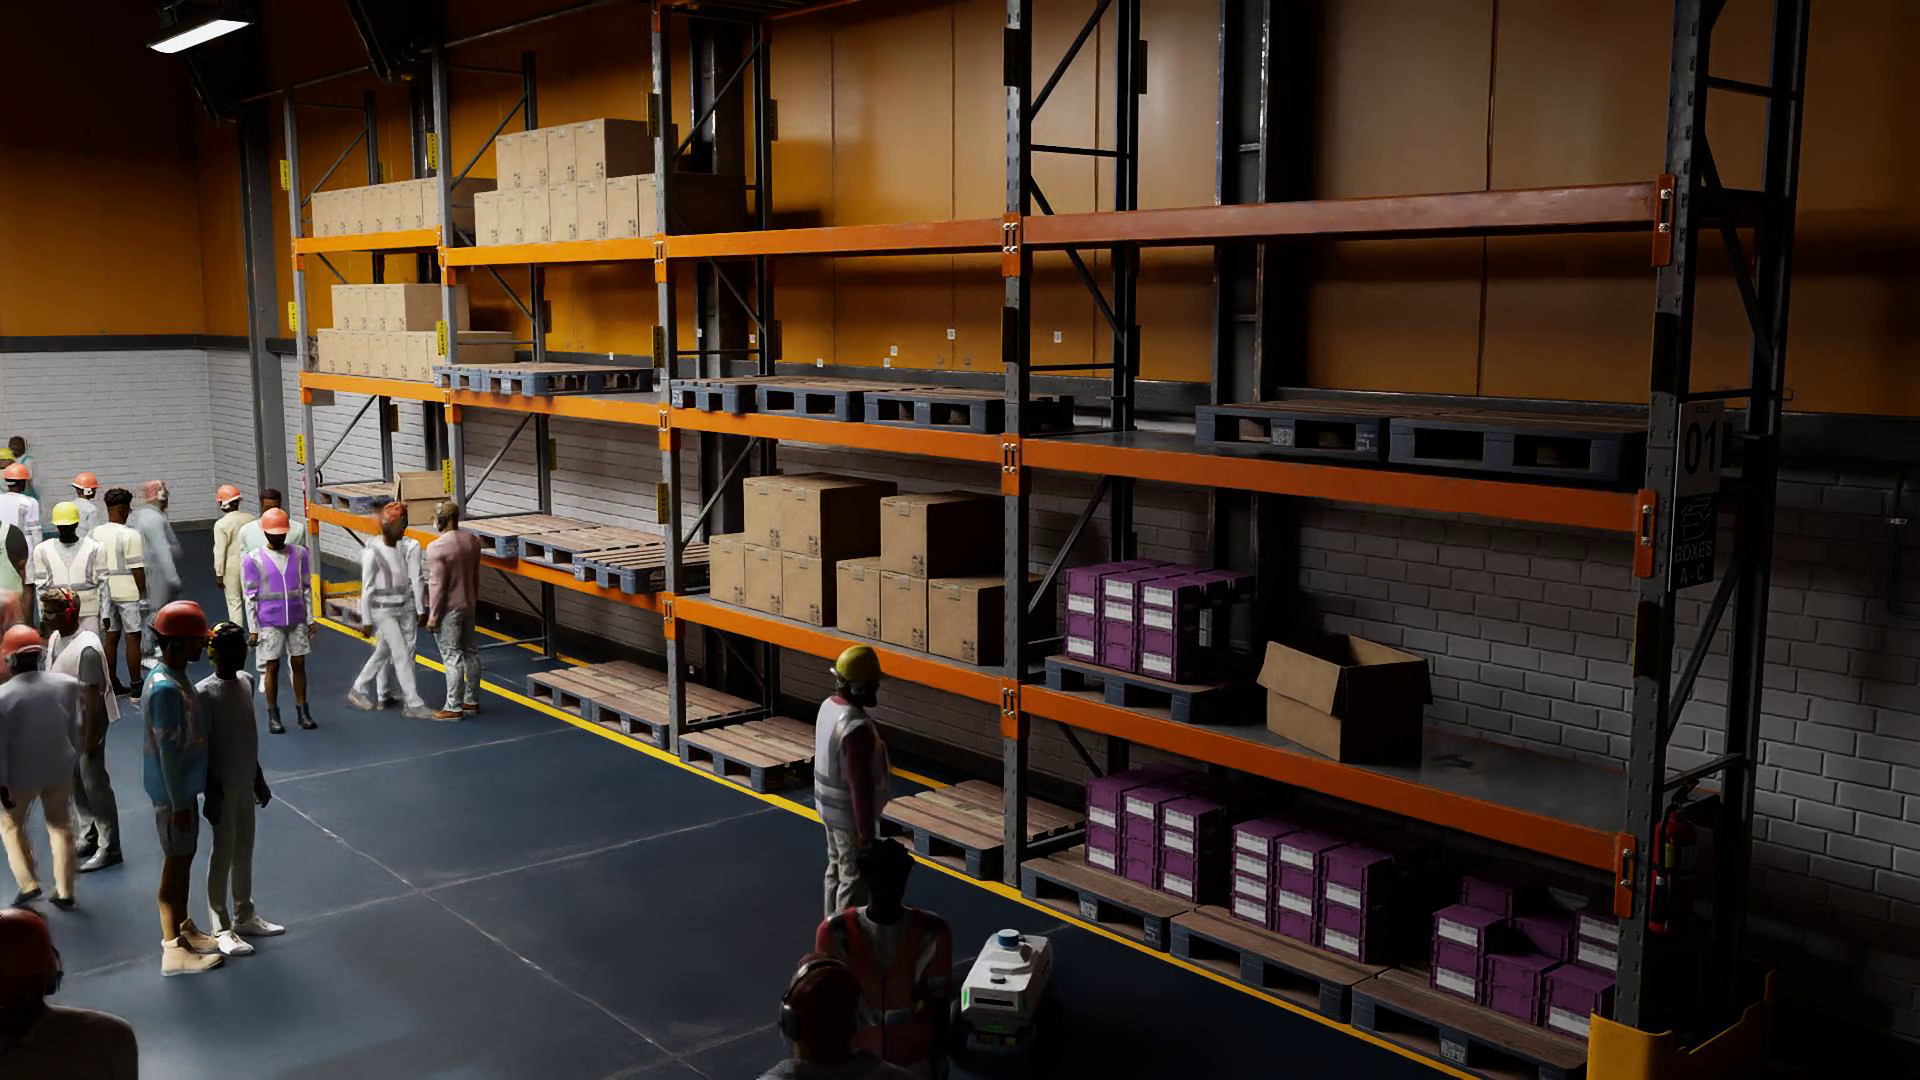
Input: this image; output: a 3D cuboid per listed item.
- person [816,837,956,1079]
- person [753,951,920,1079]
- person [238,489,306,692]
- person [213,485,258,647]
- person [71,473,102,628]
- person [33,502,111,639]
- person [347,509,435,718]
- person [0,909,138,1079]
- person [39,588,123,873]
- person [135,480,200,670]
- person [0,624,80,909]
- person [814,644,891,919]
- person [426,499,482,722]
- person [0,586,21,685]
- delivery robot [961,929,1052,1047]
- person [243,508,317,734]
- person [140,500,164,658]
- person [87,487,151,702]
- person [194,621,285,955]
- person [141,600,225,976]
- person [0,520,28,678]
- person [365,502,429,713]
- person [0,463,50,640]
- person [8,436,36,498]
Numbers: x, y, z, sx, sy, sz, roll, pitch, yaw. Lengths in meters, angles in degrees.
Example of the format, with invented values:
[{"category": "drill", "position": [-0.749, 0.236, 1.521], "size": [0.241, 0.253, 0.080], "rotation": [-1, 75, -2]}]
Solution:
[{"category": "person", "position": [-0.282, 1.920, 6.243], "size": [0.534, 1.692, 0.323], "rotation": [0, 8, -3]}, {"category": "person", "position": [-0.386, 2.069, 4.584], "size": [0.647, 1.869, 0.957], "rotation": [-4, 9, -27]}, {"category": "person", "position": [-6.421, 0.462, 15.599], "size": [0.591, 1.912, 0.386], "rotation": [-4, 9, -23]}, {"category": "person", "position": [-7.557, 0.293, 17.336], "size": [0.355, 1.744, 0.566], "rotation": [3, 9, 21]}, {"category": "person", "position": [-9.719, 0.118, 18.564], "size": [0.557, 1.744, 0.348], "rotation": [6, 10, 34]}, {"category": "person", "position": [-7.719, 0.616, 14.497], "size": [0.587, 1.920, 0.390], "rotation": [-3, 9, -18]}, {"category": "person", "position": [-5.052, 0.637, 14.640], "size": [0.961, 1.849, 0.597], "rotation": [2, 9, 16]}, {"category": "person", "position": [-2.625, 1.990, 4.713], "size": [0.620, 1.985, 0.408], "rotation": [-3, 9, -23]}, {"category": "person", "position": [-5.650, 1.203, 10.712], "size": [0.561, 1.836, 0.392], "rotation": [7, 11, 40]}, {"category": "person", "position": [-7.903, 0.354, 16.446], "size": [0.583, 1.883, 0.755], "rotation": [-4, 9, -26]}, {"category": "person", "position": [-5.533, 1.362, 9.949], "size": [0.480, 1.734, 0.572], "rotation": [6, 10, 35]}, {"category": "person", "position": [-0.575, 1.458, 8.967], "size": [0.403, 1.822, 0.601], "rotation": [-3, 9, -21]}, {"category": "person", "position": [-4.410, 0.609, 14.468], "size": [0.372, 1.939, 0.631], "rotation": [3, 9, 19]}, {"category": "person", "position": [-7.134, 0.954, 12.033], "size": [0.674, 1.947, 0.411], "rotation": [-2, 8, -14]}, {"category": "delivery robot", "position": [0.237, 2.157, 8.168], "size": [0.477, 0.478, 0.707], "rotation": [2, 8, 12]}, {"category": "person", "position": [-5.731, 0.678, 14.055], "size": [0.549, 1.924, 0.386], "rotation": [-7, 11, -40]}, {"category": "person", "position": [-8.217, 0.387, 17.039], "size": [0.310, 1.642, 0.514], "rotation": [-3, 9, -19]}, {"category": "person", "position": [-7.637, 0.497, 15.160], "size": [0.603, 1.962, 0.368], "rotation": [3, 9, 19]}, {"category": "person", "position": [-4.080, 1.377, 9.364], "size": [0.328, 1.872, 0.513], "rotation": [1, 8, 10]}, {"category": "person", "position": [-4.228, 1.338, 9.079], "size": [0.407, 2.035, 0.607], "rotation": [-3, 9, -20]}, {"category": "person", "position": [-8.654, 0.516, 14.760], "size": [0.535, 2.000, 0.679], "rotation": [5, 9, 29]}, {"category": "person", "position": [-5.006, 0.596, 14.795], "size": [0.574, 1.876, 0.354], "rotation": [3, 9, 19]}, {"category": "person", "position": [-10.088, 0.135, 17.843], "size": [0.558, 1.925, 0.413], "rotation": [0, 8, 2]}, {"category": "person", "position": [-12.954, -0.546, 22.950], "size": [0.543, 1.814, 0.465], "rotation": [3, 9, 20]}]
